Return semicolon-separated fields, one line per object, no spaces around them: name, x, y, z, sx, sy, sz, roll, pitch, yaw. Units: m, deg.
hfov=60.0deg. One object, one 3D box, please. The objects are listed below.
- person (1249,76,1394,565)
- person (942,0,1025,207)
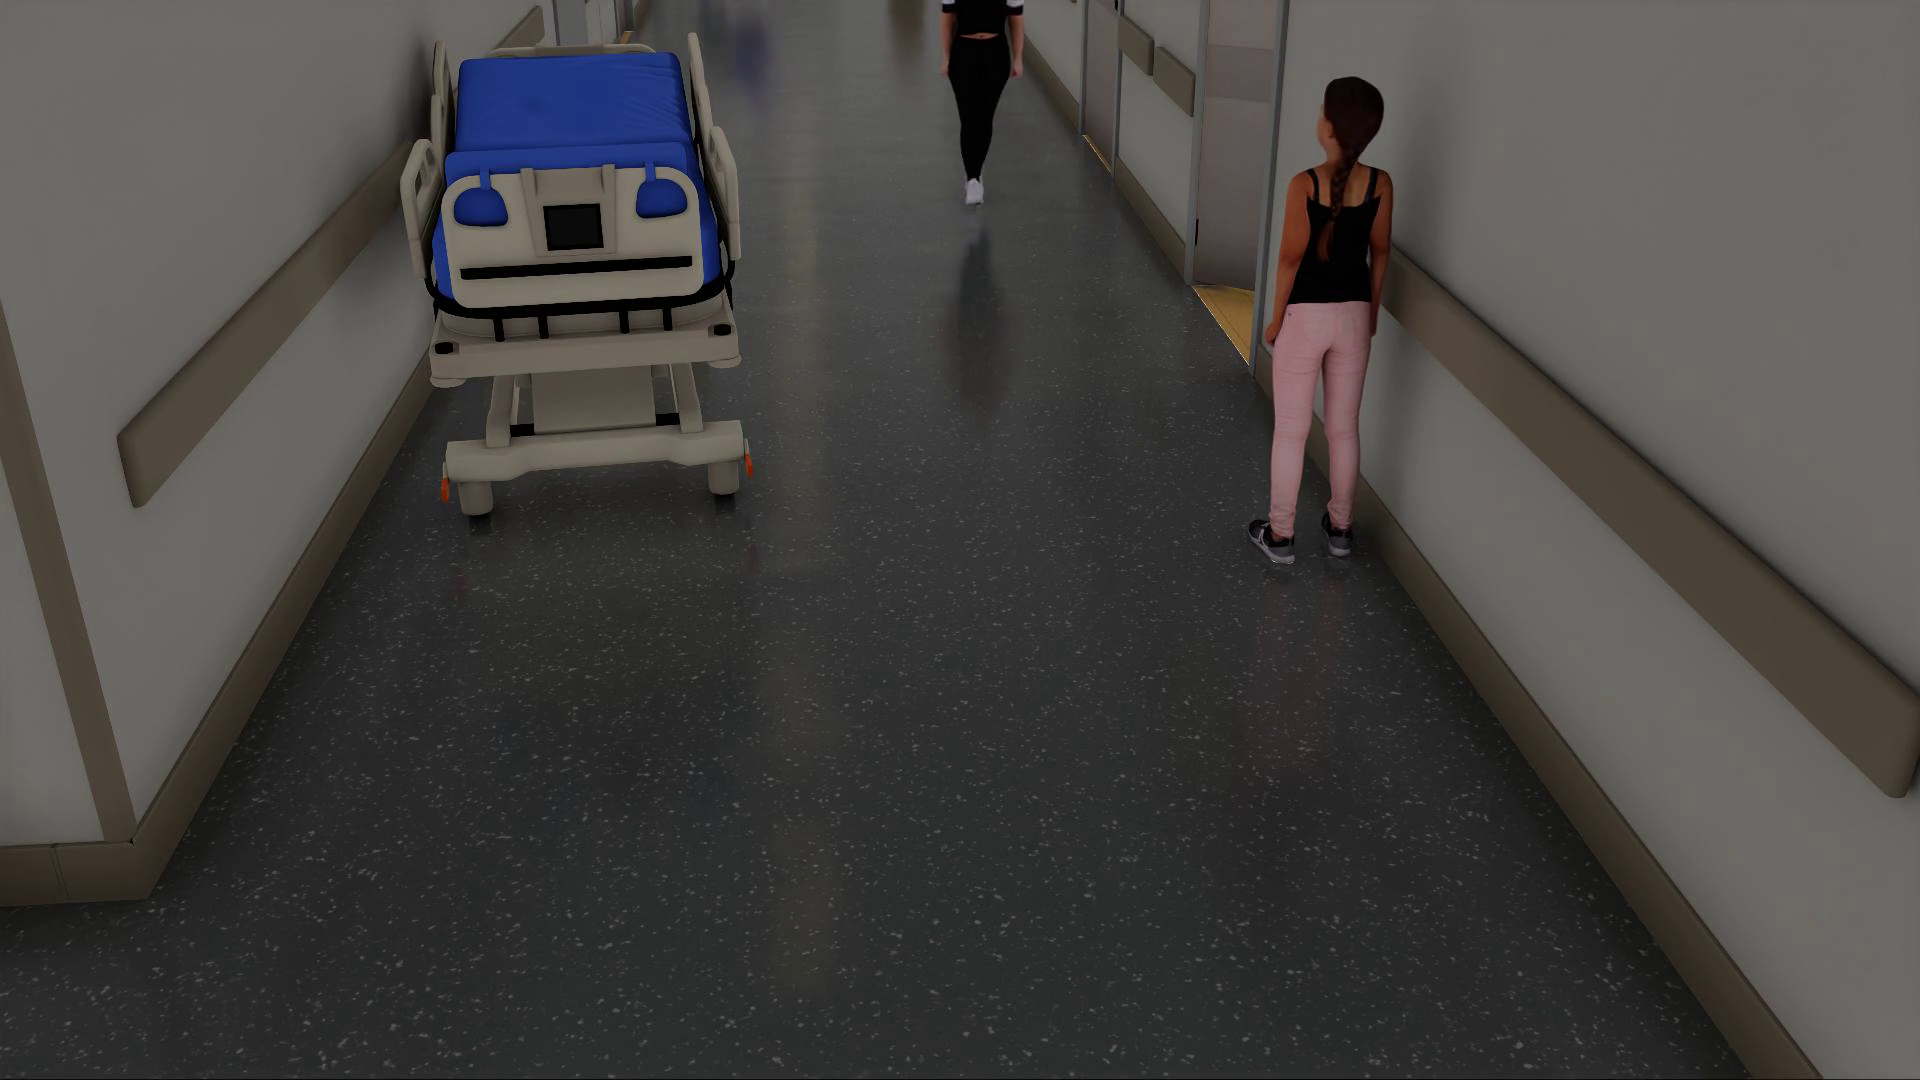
person;1.155;-0.677;5.267;0.451;1.563;0.590;-3;26;-7
person;0.114;-2.768;9.540;0.792;1.618;0.660;-2;26;-5
